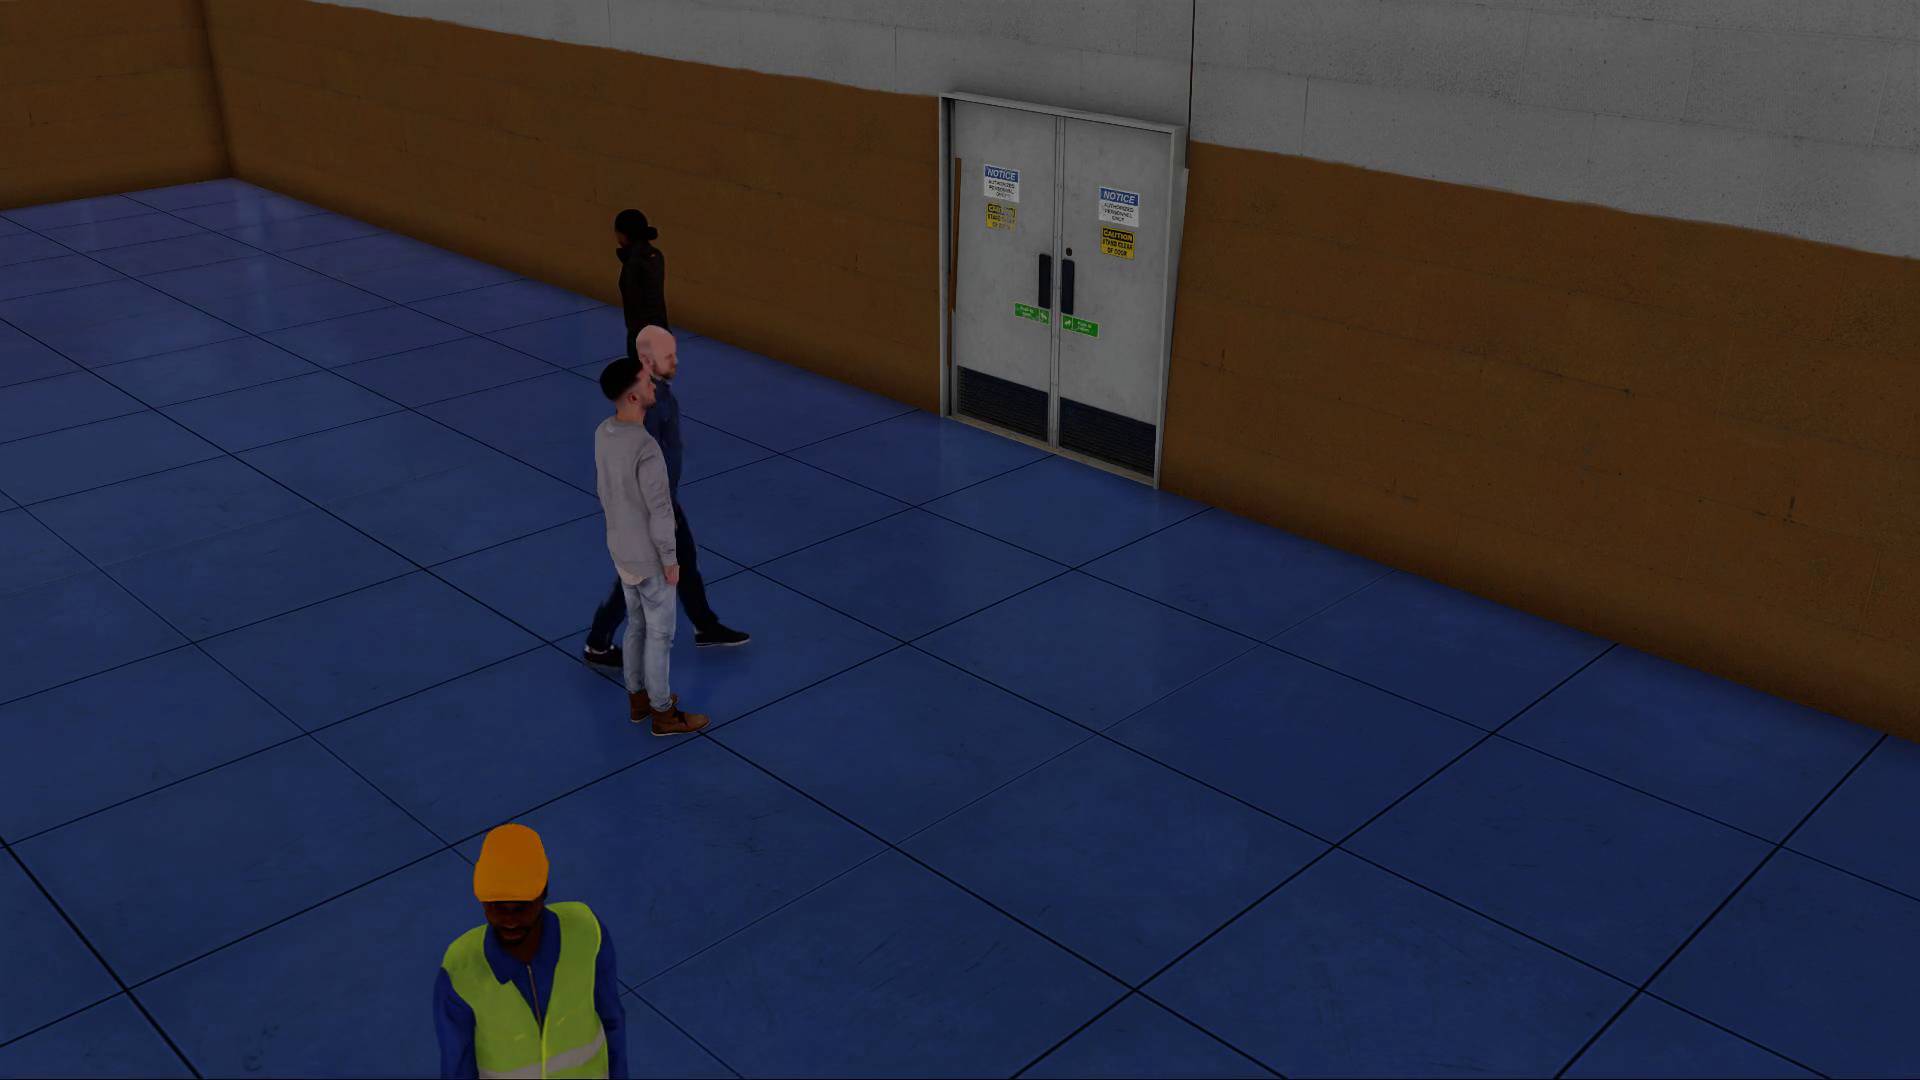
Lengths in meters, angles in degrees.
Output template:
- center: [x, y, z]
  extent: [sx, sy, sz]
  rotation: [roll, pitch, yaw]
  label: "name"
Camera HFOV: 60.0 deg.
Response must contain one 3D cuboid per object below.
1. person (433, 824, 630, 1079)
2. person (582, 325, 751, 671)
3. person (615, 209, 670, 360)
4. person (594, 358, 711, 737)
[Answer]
- center: [-1.087, 1.508, 4.323]
  extent: [0.549, 1.811, 0.760]
  rotation: [-16, 28, -33]
  label: "person"
- center: [-1.600, -0.164, 8.177]
  extent: [1.249, 1.783, 1.136]
  rotation: [-4, 24, -9]
  label: "person"
- center: [-2.093, -1.385, 11.122]
  extent: [0.753, 1.661, 0.690]
  rotation: [-2, 24, -5]
  label: "person"
- center: [-1.455, 0.033, 7.656]
  extent: [0.582, 1.840, 0.702]
  rotation: [-18, 30, -36]
  label: "person"
